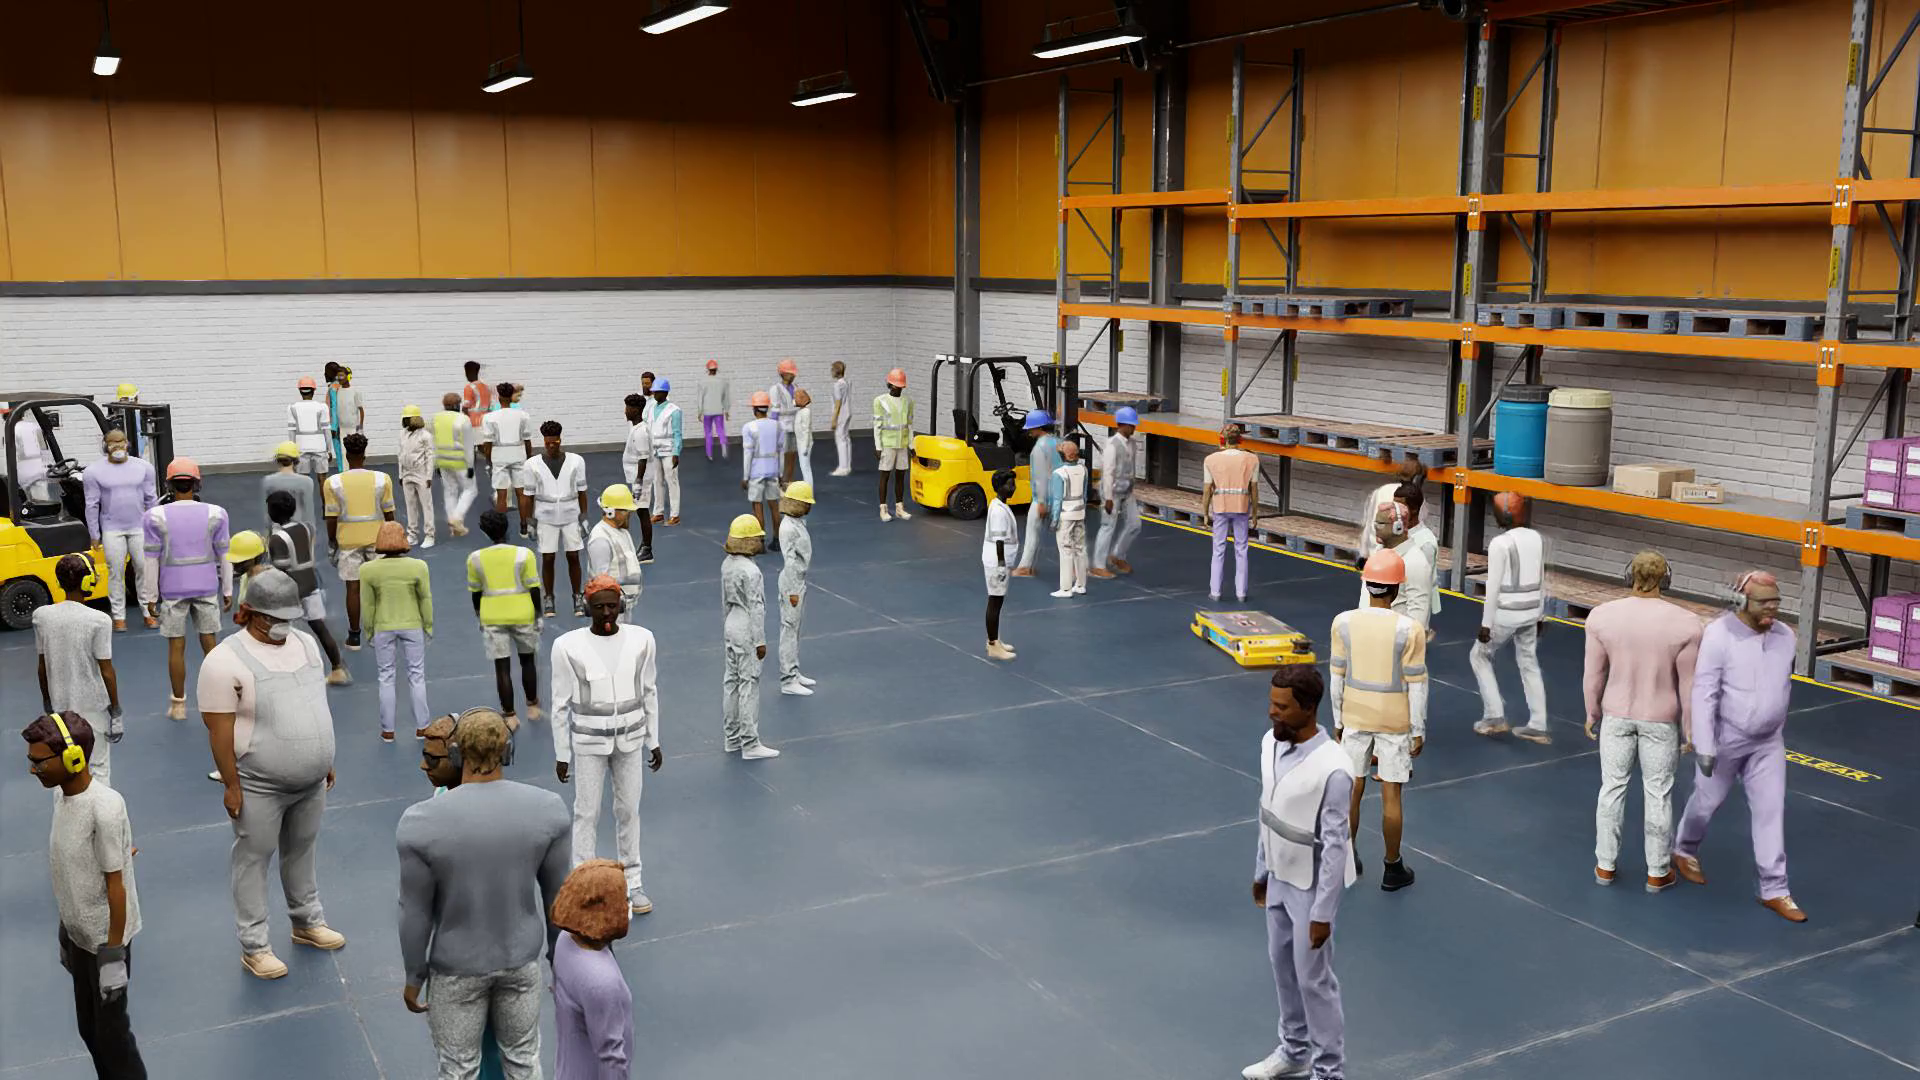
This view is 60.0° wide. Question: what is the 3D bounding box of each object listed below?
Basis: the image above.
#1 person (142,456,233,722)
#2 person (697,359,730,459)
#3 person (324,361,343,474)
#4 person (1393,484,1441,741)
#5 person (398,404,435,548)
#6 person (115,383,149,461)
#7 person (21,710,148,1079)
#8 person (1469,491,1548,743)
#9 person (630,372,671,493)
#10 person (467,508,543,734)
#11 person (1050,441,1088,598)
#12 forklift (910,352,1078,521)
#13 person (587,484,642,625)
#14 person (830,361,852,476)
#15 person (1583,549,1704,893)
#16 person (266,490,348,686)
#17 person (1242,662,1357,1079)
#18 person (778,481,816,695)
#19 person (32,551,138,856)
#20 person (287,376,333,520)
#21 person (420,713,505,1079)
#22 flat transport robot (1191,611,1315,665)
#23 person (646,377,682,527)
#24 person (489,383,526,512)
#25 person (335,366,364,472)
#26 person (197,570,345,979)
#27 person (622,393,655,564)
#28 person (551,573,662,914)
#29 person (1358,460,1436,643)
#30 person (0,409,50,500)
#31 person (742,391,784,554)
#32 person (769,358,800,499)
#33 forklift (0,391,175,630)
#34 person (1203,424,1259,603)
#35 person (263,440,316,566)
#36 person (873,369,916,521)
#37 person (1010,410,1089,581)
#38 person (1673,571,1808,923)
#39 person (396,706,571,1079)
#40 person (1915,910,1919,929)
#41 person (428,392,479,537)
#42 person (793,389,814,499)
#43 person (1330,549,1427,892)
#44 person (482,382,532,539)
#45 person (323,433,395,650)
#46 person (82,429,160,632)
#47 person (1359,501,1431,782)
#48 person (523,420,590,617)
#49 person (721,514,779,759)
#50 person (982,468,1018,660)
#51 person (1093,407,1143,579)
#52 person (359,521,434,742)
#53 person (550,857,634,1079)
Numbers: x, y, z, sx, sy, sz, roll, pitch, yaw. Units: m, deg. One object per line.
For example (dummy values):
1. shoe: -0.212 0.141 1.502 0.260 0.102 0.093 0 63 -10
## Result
1. person: -5.902 0.375 12.748 0.612 2.030 0.403 -6 12 -33
2. person: -4.232 -2.240 28.646 0.570 1.736 0.551 -4 11 -22
3. person: -9.467 -1.753 25.309 0.391 1.920 0.593 -2 10 -12
4. person: 3.297 0.535 12.167 0.394 1.913 0.591 -1 10 -7
5. person: -6.608 -0.773 20.169 0.483 1.745 0.301 4 11 21
6. person: -11.154 -1.210 22.459 0.403 1.823 0.588 -8 12 -37
7. person: -3.355 1.562 6.416 0.525 1.856 0.347 9 13 41
8. person: 4.022 0.564 12.142 0.616 1.856 0.601 -6 12 -32
9. person: -4.324 -1.397 23.253 0.587 1.920 0.392 2 10 9
10. person: -3.415 0.592 12.512 0.550 1.665 0.614 -1 10 -8
11. person: 1.134 -0.215 17.264 0.311 1.636 0.523 9 13 42
12. forklift: 0.460 -1.461 22.833 2.313 2.155 1.214 -5 11 -28
13. person: -2.647 0.469 12.806 0.403 1.821 0.602 1 10 4
14. person: -1.898 -1.944 26.669 0.387 1.831 0.554 3 10 17
15. person: 3.818 1.012 9.344 0.627 1.936 0.370 6 11 30
16. person: -5.483 0.408 13.631 0.888 1.647 0.546 2 10 10
17. person: 1.441 1.439 6.969 0.383 1.909 0.589 -3 10 -18
18. person: -1.319 0.382 13.547 0.311 1.735 0.484 0 10 2
19. person: -5.114 0.991 9.688 0.510 1.861 0.324 1 10 8
20. person: -8.659 -1.219 22.201 0.542 1.930 0.367 -2 10 -13
21. person: -1.903 1.562 6.430 0.336 1.845 0.513 -9 13 -43
22. flat transport robot: 2.620 0.861 14.996 0.652 0.197 1.431 -2 10 -11
23. person: -3.882 -1.151 21.747 0.605 1.951 0.384 7 12 33
24. person: -6.201 -1.238 22.658 0.608 1.812 0.629 8 12 37
25. person: -9.213 -1.687 25.063 0.517 1.873 0.334 3 10 19
26. person: -3.385 1.134 8.333 0.536 2.000 0.676 5 11 25
27. person: -3.703 -0.713 19.181 0.367 1.966 0.605 -2 10 -12
28. person: -1.892 1.107 8.940 0.585 1.882 0.340 -5 11 -28
29. person: 3.869 0.183 14.594 0.974 1.773 0.694 -4 11 -24
30. person: -11.097 -0.757 19.694 0.957 1.869 0.585 3 10 16
31. person: -2.357 -0.805 19.800 0.551 1.932 0.378 -7 12 -36
32. person: -2.491 -1.616 24.167 0.396 2.038 0.615 6 12 31
33. forklift: -9.026 -0.363 16.508 1.214 2.155 2.313 6 11 29
34. person: 2.761 -0.265 16.989 0.560 1.836 0.394 1 10 5
35. person: -6.625 -0.094 16.378 0.531 1.765 0.811 0 10 3
36. person: -0.855 -1.267 22.179 0.605 2.034 0.390 -6 12 -32
37. person: 0.990 -0.478 18.108 0.990 1.894 0.625 5 11 29
38. person: 4.313 1.079 9.185 0.654 1.862 0.913 -2 10 -11
39. person: -1.747 1.567 6.181 0.641 1.927 0.386 -5 11 -29
40. person: 5.304 1.142 8.639 0.388 1.924 0.549 -8 13 -40
41. person: -6.342 -0.945 20.887 0.637 1.830 0.438 4 11 21
42. person: -2.240 -1.341 23.784 0.277 1.627 0.505 -3 10 -15
43. person: 2.350 1.008 9.358 0.544 1.939 0.354 6 11 30
44. person: -5.638 -0.987 20.761 0.608 1.965 0.365 -5 11 -27
45. person: -5.398 0.012 15.005 0.604 1.966 0.367 -5 11 -26
46. person: -7.896 -0.089 15.714 0.631 1.930 0.386 -7 12 -36
47. person: 2.909 0.681 11.327 0.406 1.906 0.654 -2 10 -12
48. person: -3.958 -0.208 16.332 0.615 1.951 0.388 -3 10 -18
49. person: -1.511 0.679 11.813 0.297 1.744 0.487 -7 12 -35
50. person: 0.355 0.200 14.693 0.322 1.699 0.536 0 10 1
51. person: 1.729 -0.507 18.181 0.567 1.912 0.621 7 12 34
52. person: -4.115 0.667 12.187 0.499 1.635 0.287 -2 10 -14
53. person: -1.190 1.834 5.474 0.266 1.631 0.507 -5 11 -28
